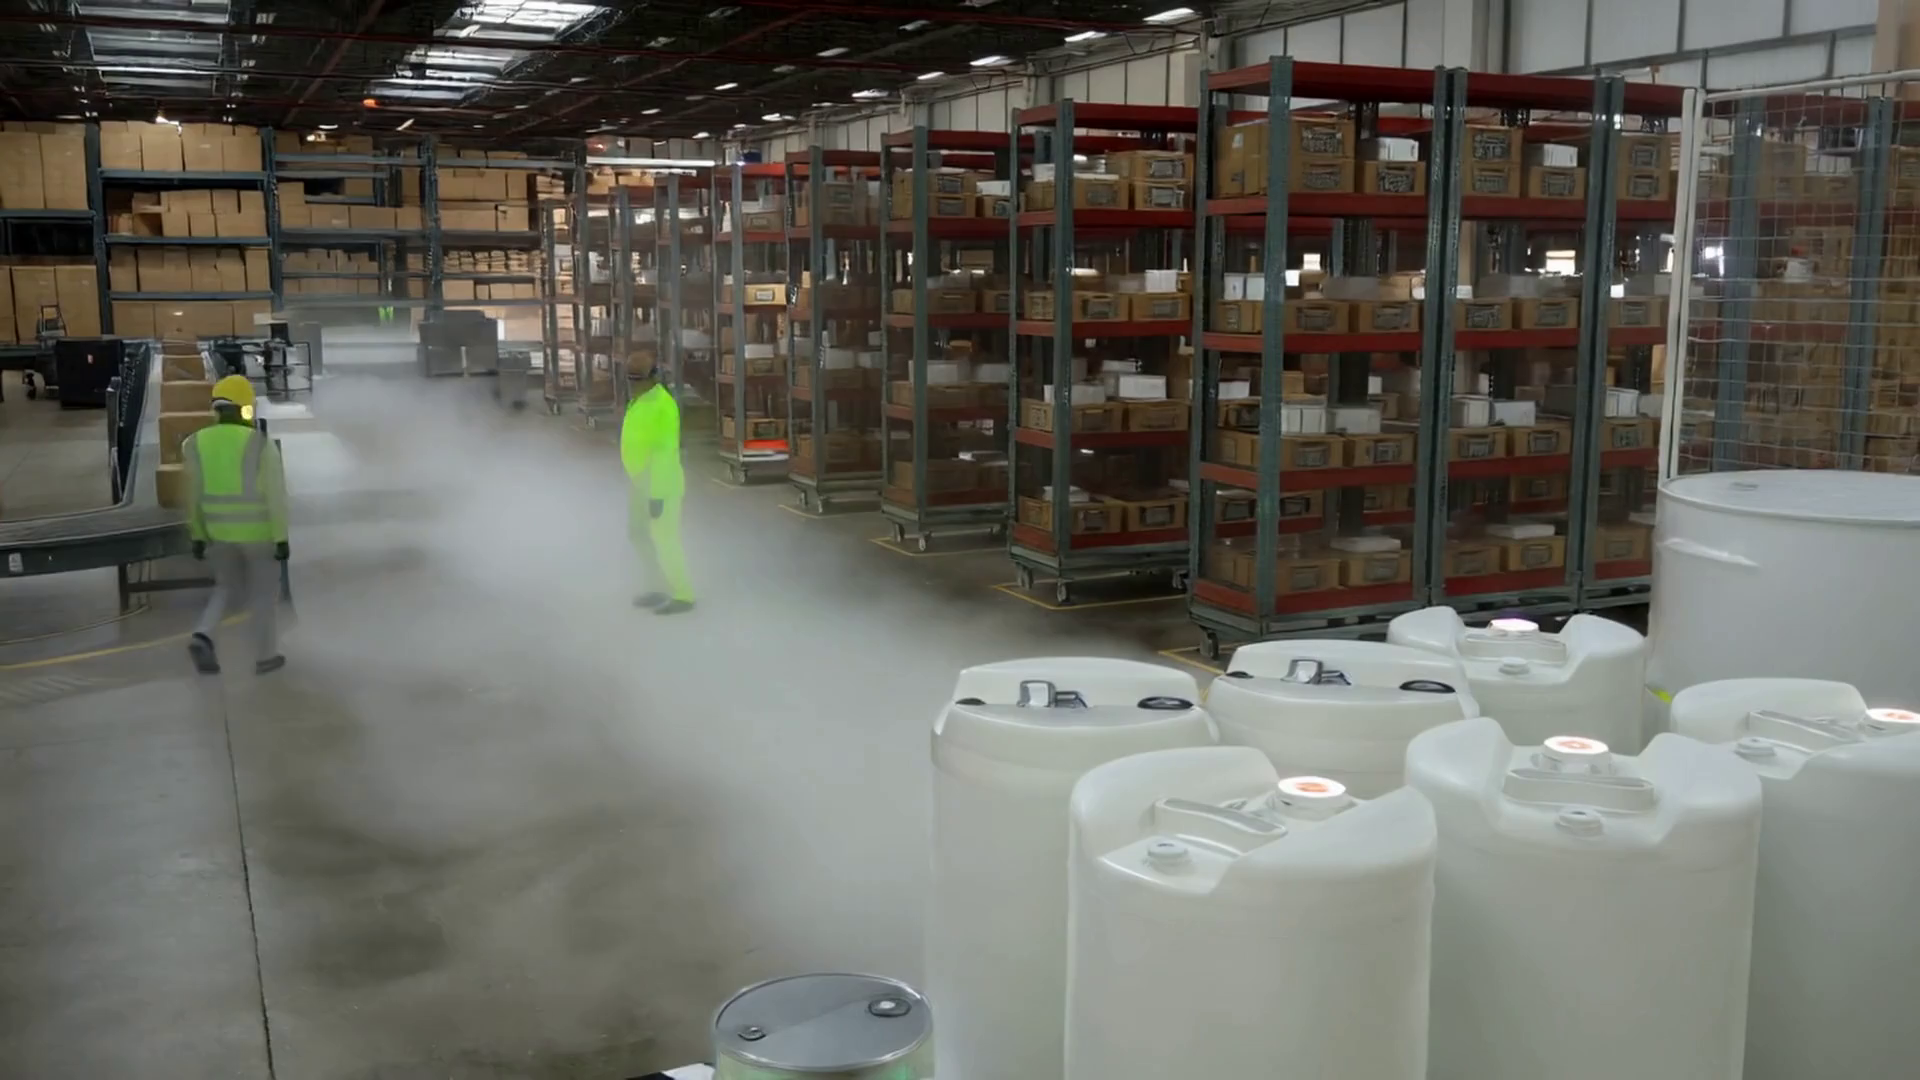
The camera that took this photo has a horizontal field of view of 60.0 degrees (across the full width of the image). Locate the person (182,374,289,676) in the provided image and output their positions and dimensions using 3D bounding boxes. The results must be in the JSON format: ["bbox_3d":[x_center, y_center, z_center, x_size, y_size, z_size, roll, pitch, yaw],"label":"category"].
[{"bbox_3d":[-4.265,-0.065,9.790,0.598,1.815,0.630,1,9,8],"label":"person"}]

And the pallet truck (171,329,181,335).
[{"bbox_3d":[-17.275,-3.851,35.096,1.601,1.201,0.680,0,9,1],"label":"pallet truck"}]

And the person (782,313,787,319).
[{"bbox_3d":[-4.660,-5.982,45.937,0.608,1.996,0.379,-5,11,-31],"label":"person"}]

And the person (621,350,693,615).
[{"bbox_3d":[-2.118,-0.392,11.644,0.520,1.870,0.666,-5,11,-30],"label":"person"}]

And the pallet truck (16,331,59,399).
[{"bbox_3d":[-17.082,-3.353,31.781,1.630,1.274,0.653,-4,10,-25],"label":"pallet truck"}]
